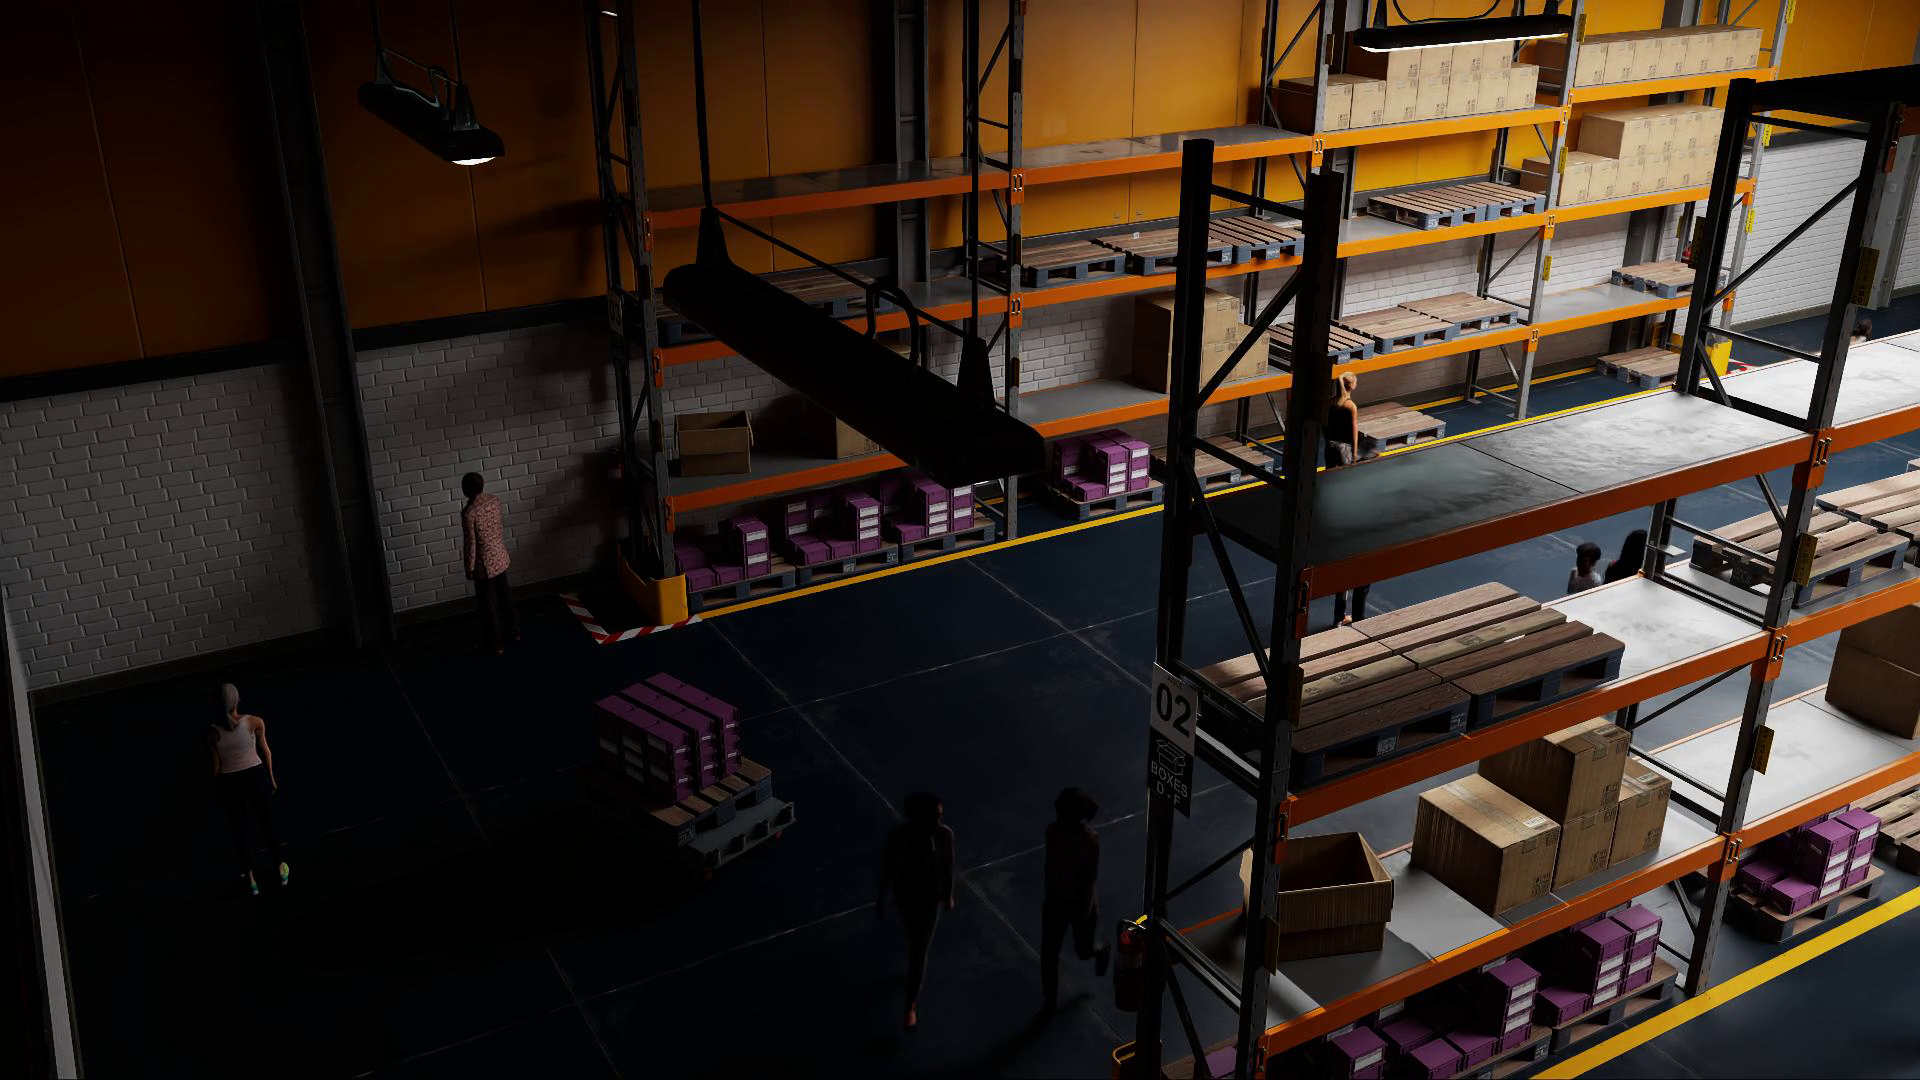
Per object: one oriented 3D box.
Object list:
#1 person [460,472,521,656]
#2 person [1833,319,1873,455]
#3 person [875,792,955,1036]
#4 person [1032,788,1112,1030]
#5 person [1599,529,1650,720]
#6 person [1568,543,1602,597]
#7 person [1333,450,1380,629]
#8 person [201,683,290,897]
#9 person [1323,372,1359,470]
[{"bbox_3d":[-4.481,0.208,15.815,0.836,1.801,0.748,9,25,20],"label":"person"},{"bbox_3d":[10.964,-1.877,20.679,1.014,1.727,0.765,-10,25,-21],"label":"person"},{"bbox_3d":[-0.270,2.362,11.116,1.170,1.619,1.139,2,24,6],"label":"person"},{"bbox_3d":[0.787,2.380,10.982,0.872,1.694,1.124,16,28,32],"label":"person"},{"bbox_3d":[5.772,0.805,14.483,1.221,1.774,0.785,-18,29,-35],"label":"person"},{"bbox_3d":[5.868,0.607,15.610,0.847,1.234,0.586,-20,30,-37],"label":"person"},{"bbox_3d":[3.875,0.018,16.129,0.575,1.898,0.680,-12,26,-25],"label":"person"},{"bbox_3d":[-5.264,1.824,12.242,0.467,1.703,0.654,-14,27,-29],"label":"person"},{"bbox_3d":[4.242,-1.024,18.579,0.560,1.846,0.638,-17,29,-33],"label":"person"}]
